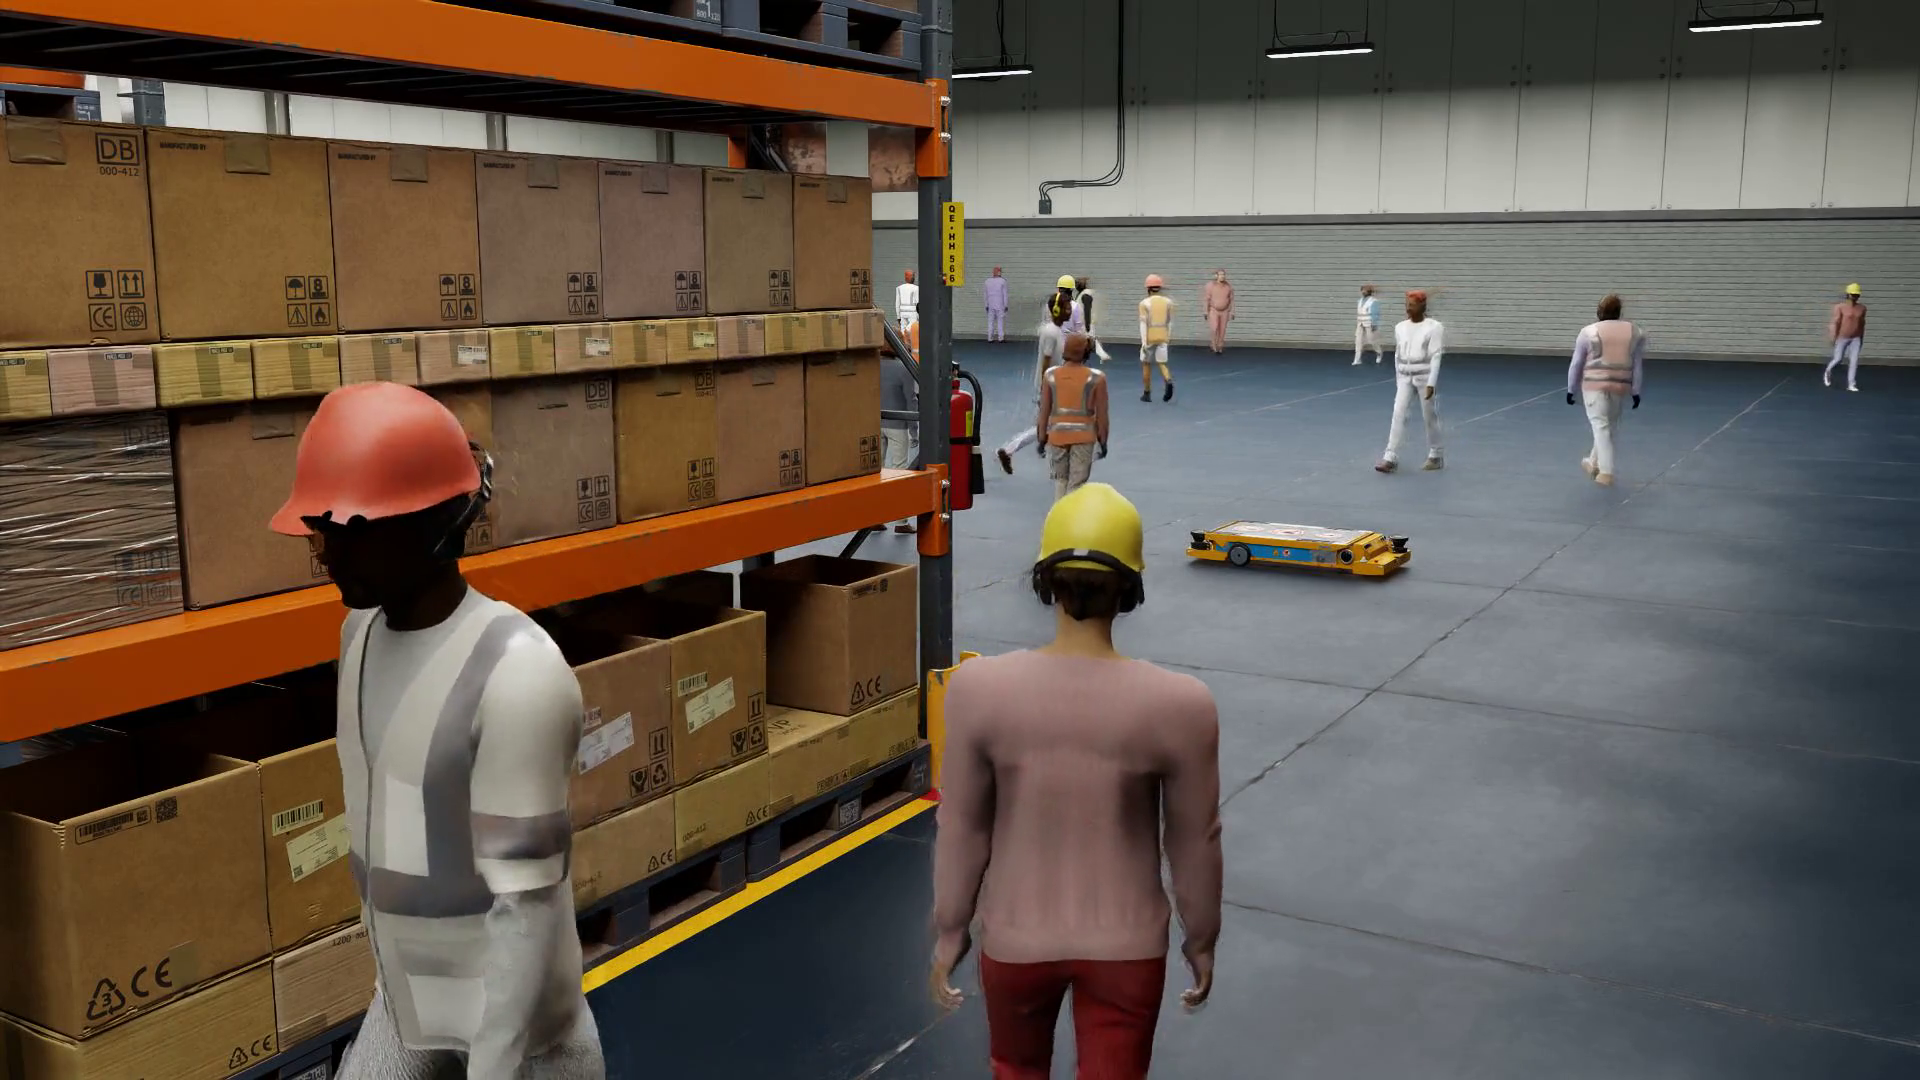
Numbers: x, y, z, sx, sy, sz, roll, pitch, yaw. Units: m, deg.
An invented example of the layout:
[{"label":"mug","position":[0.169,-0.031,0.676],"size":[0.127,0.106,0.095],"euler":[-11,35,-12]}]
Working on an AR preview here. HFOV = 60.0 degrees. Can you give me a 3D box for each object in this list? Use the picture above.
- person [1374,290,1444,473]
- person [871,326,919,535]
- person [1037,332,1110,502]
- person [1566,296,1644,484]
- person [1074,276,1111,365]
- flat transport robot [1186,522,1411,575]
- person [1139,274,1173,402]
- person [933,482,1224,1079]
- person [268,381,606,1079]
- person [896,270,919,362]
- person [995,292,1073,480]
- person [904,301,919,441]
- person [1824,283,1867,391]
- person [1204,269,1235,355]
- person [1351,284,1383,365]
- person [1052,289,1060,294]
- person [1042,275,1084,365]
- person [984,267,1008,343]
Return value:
[{"label":"person","position":[4.594,-1.590,16.762],"size":[0.980,1.840,0.590],"euler":[-9,13,-41]},{"label":"person","position":[-0.546,-0.853,13.026],"size":[0.507,1.632,0.267],"euler":[6,11,30]},{"label":"person","position":[0.864,-0.731,12.333],"size":[0.525,1.611,0.588],"euler":[4,10,22]},{"label":"person","position":[6.223,-1.463,16.135],"size":[0.652,1.789,0.947],"euler":[0,10,-2]},{"label":"person","position":[2.509,-4.245,32.427],"size":[0.827,1.801,0.662],"euler":[-3,10,-14]},{"label":"flat transport robot","position":[2.392,0.041,11.772],"size":[1.431,0.197,0.652],"euler":[6,11,30]},{"label":"person","position":[2.921,-2.978,24.656],"size":[0.550,1.916,0.733],"euler":[-3,10,-16]},{"label":"person","position":[0.230,0.759,3.231],"size":[0.554,1.749,0.446],"euler":[2,10,10]},{"label":"person","position":[-0.851,0.741,2.674],"size":[0.617,1.985,1.030],"euler":[9,13,42]},{"label":"person","position":[-1.046,-4.608,34.276],"size":[0.585,1.881,0.337],"euler":[6,11,30]},{"label":"person","position":[0.786,-1.472,16.063],"size":[0.779,1.845,0.519],"euler":[2,10,10]},{"label":"person","position":[-0.409,-1.990,19.488],"size":[0.540,1.698,0.317],"euler":[6,11,30]},{"label":"person","position":[14.427,-3.304,27.066],"size":[0.531,1.748,0.704],"euler":[0,10,1]},{"label":"person","position":[5.744,-5.000,36.558],"size":[0.673,1.881,0.785],"euler":[-1,10,-7]},{"label":"person","position":[8.187,-4.318,33.361],"size":[0.732,1.612,0.526],"euler":[-7,12,-34]},{"label":"person","position":[1.667,-3.499,28.590],"size":[0.510,1.611,0.515],"euler":[1,10,6]},{"label":"person","position":[1.365,-2.493,21.770],"size":[0.594,1.924,0.383],"euler":[6,11,30]},{"label":"person","position":[0.934,-5.898,41.773],"size":[0.652,1.904,0.402],"euler":[6,11,30]}]
